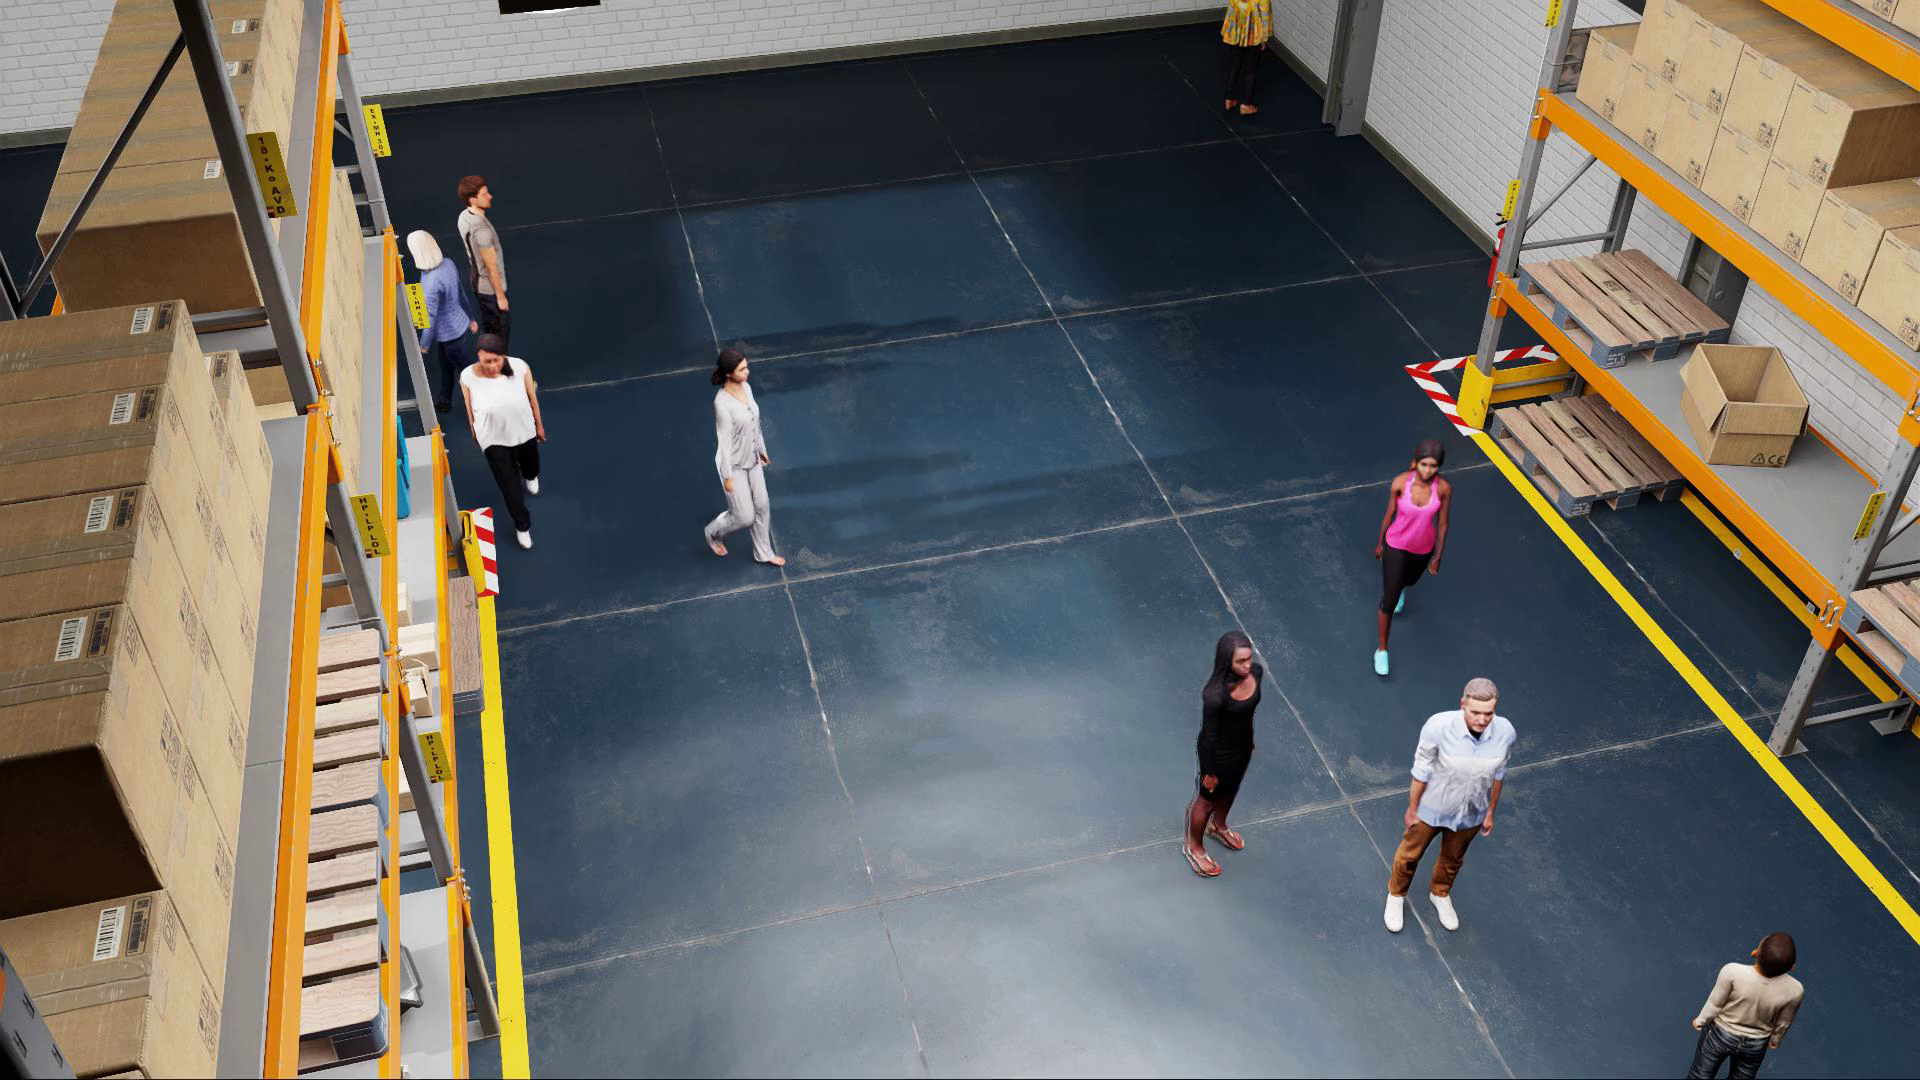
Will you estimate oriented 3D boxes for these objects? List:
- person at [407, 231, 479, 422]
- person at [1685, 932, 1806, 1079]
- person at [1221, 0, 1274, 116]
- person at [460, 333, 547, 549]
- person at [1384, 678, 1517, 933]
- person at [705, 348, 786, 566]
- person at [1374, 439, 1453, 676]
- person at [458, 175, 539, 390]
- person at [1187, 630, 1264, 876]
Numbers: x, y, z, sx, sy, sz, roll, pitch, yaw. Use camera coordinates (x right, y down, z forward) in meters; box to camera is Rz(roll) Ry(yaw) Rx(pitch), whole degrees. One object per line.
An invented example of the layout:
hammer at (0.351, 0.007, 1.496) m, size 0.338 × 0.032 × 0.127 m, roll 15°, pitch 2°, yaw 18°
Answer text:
person at (-3.908, -1.632, 13.054) m, size 0.857 × 1.712 × 0.933 m, roll -1°, pitch 39°, yaw -1°
person at (3.822, 2.427, 8.170) m, size 0.631 × 1.465 × 0.658 m, roll 11°, pitch 40°, yaw 14°
person at (3.070, -5.388, 17.805) m, size 0.850 × 1.652 × 0.923 m, roll 32°, pitch 48°, yaw 33°
person at (-3.274, -0.816, 12.068) m, size 0.727 × 1.668 × 1.053 m, roll -14°, pitch 41°, yaw -17°
person at (2.685, 1.434, 9.123) m, size 0.736 × 1.827 × 0.661 m, roll 0°, pitch 39°, yaw -1°
person at (-1.603, -0.551, 11.661) m, size 0.947 × 1.761 × 0.904 m, roll 15°, pitch 41°, yaw 18°
person at (2.983, 0.000, 11.030) m, size 0.918 × 1.688 × 1.198 m, roll 7°, pitch 39°, yaw 8°
person at (-3.801, -2.064, 13.448) m, size 0.752 × 1.895 × 0.581 m, roll -20°, pitch 43°, yaw -23°
person at (1.507, 1.195, 9.507) m, size 0.683 × 1.722 × 0.691 m, roll 32°, pitch 48°, yaw 33°
